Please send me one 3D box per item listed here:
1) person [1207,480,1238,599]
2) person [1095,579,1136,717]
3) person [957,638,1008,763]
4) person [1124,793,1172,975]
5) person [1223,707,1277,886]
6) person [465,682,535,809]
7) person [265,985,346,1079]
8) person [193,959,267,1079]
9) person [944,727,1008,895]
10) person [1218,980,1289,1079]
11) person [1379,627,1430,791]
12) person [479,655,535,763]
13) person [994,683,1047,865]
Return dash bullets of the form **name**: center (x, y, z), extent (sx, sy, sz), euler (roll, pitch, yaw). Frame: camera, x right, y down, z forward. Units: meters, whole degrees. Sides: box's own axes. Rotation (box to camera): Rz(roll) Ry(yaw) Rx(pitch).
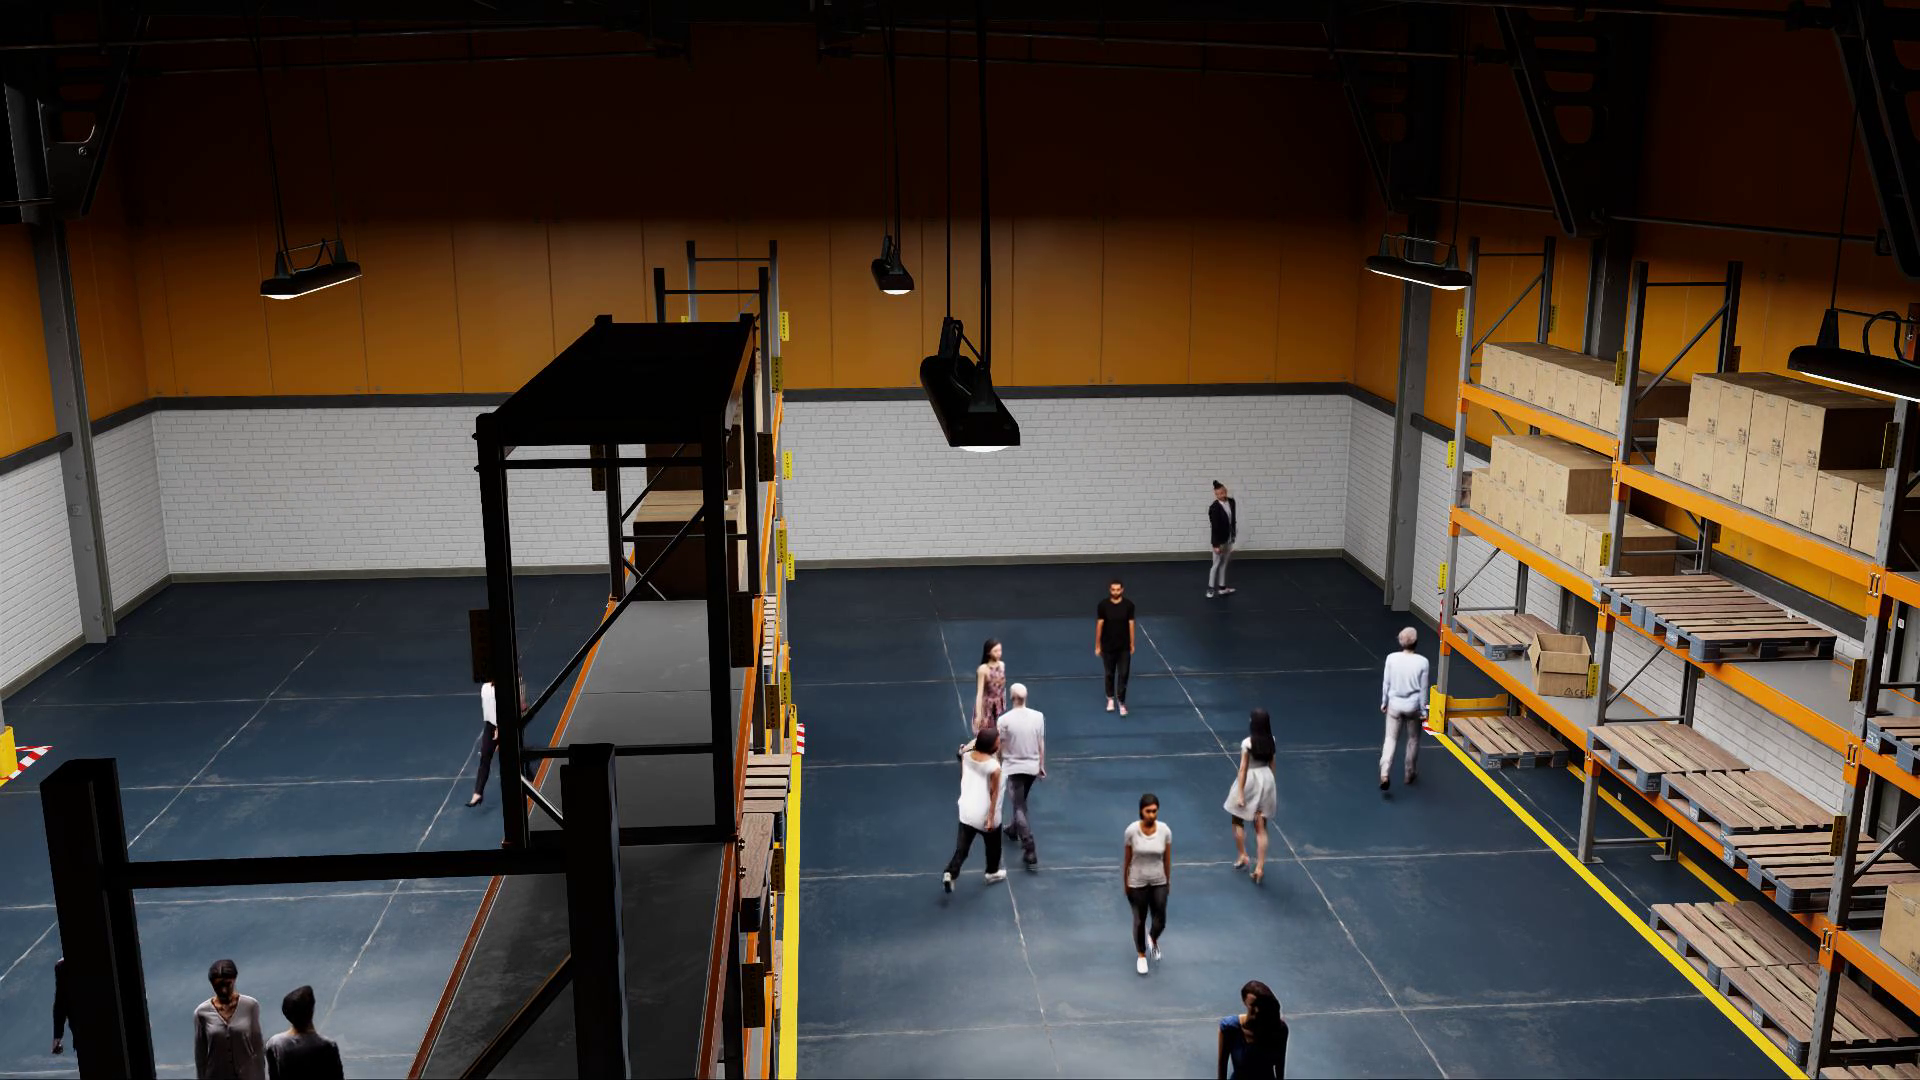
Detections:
- **person**: center (4.177, -0.044, 26.361), extent (0.883, 1.907, 0.899), euler (10, 17, 35)
- **person**: center (1.970, 1.316, 21.098), extent (0.715, 1.740, 0.849), euler (0, 14, 2)
- **person**: center (0.280, 1.928, 18.530), extent (0.988, 1.760, 0.930), euler (12, 18, 40)
- **person**: center (1.613, 2.960, 14.536), extent (0.593, 1.635, 0.651), euler (0, 14, 1)
- **person**: center (2.916, 2.506, 16.147), extent (0.734, 1.759, 0.797), euler (-5, 15, -22)
- **person**: center (-4.923, 2.037, 18.154), extent (1.050, 1.726, 1.233), euler (8, 16, 29)
- **person**: center (-4.184, 3.789, 10.678), extent (0.947, 1.839, 1.232), euler (4, 14, 15)
- **person**: center (-4.947, 3.668, 11.309), extent (0.661, 1.776, 0.658), euler (-7, 15, -25)
- **person**: center (0.159, 2.615, 15.928), extent (1.143, 1.649, 1.177), euler (12, 18, 40)
- **person**: center (1.912, 3.738, 10.955), extent (0.657, 1.806, 0.545), euler (-1, 14, -6)
- **person**: center (4.900, 1.903, 18.406), extent (1.036, 1.867, 1.236), euler (6, 15, 24)
- **person**: center (-5.192, 1.880, 19.062), extent (0.953, 1.604, 0.965), euler (13, 19, 43)
- **person**: center (0.629, 2.372, 16.651), extent (0.957, 1.782, 1.320), euler (-6, 15, -23)
